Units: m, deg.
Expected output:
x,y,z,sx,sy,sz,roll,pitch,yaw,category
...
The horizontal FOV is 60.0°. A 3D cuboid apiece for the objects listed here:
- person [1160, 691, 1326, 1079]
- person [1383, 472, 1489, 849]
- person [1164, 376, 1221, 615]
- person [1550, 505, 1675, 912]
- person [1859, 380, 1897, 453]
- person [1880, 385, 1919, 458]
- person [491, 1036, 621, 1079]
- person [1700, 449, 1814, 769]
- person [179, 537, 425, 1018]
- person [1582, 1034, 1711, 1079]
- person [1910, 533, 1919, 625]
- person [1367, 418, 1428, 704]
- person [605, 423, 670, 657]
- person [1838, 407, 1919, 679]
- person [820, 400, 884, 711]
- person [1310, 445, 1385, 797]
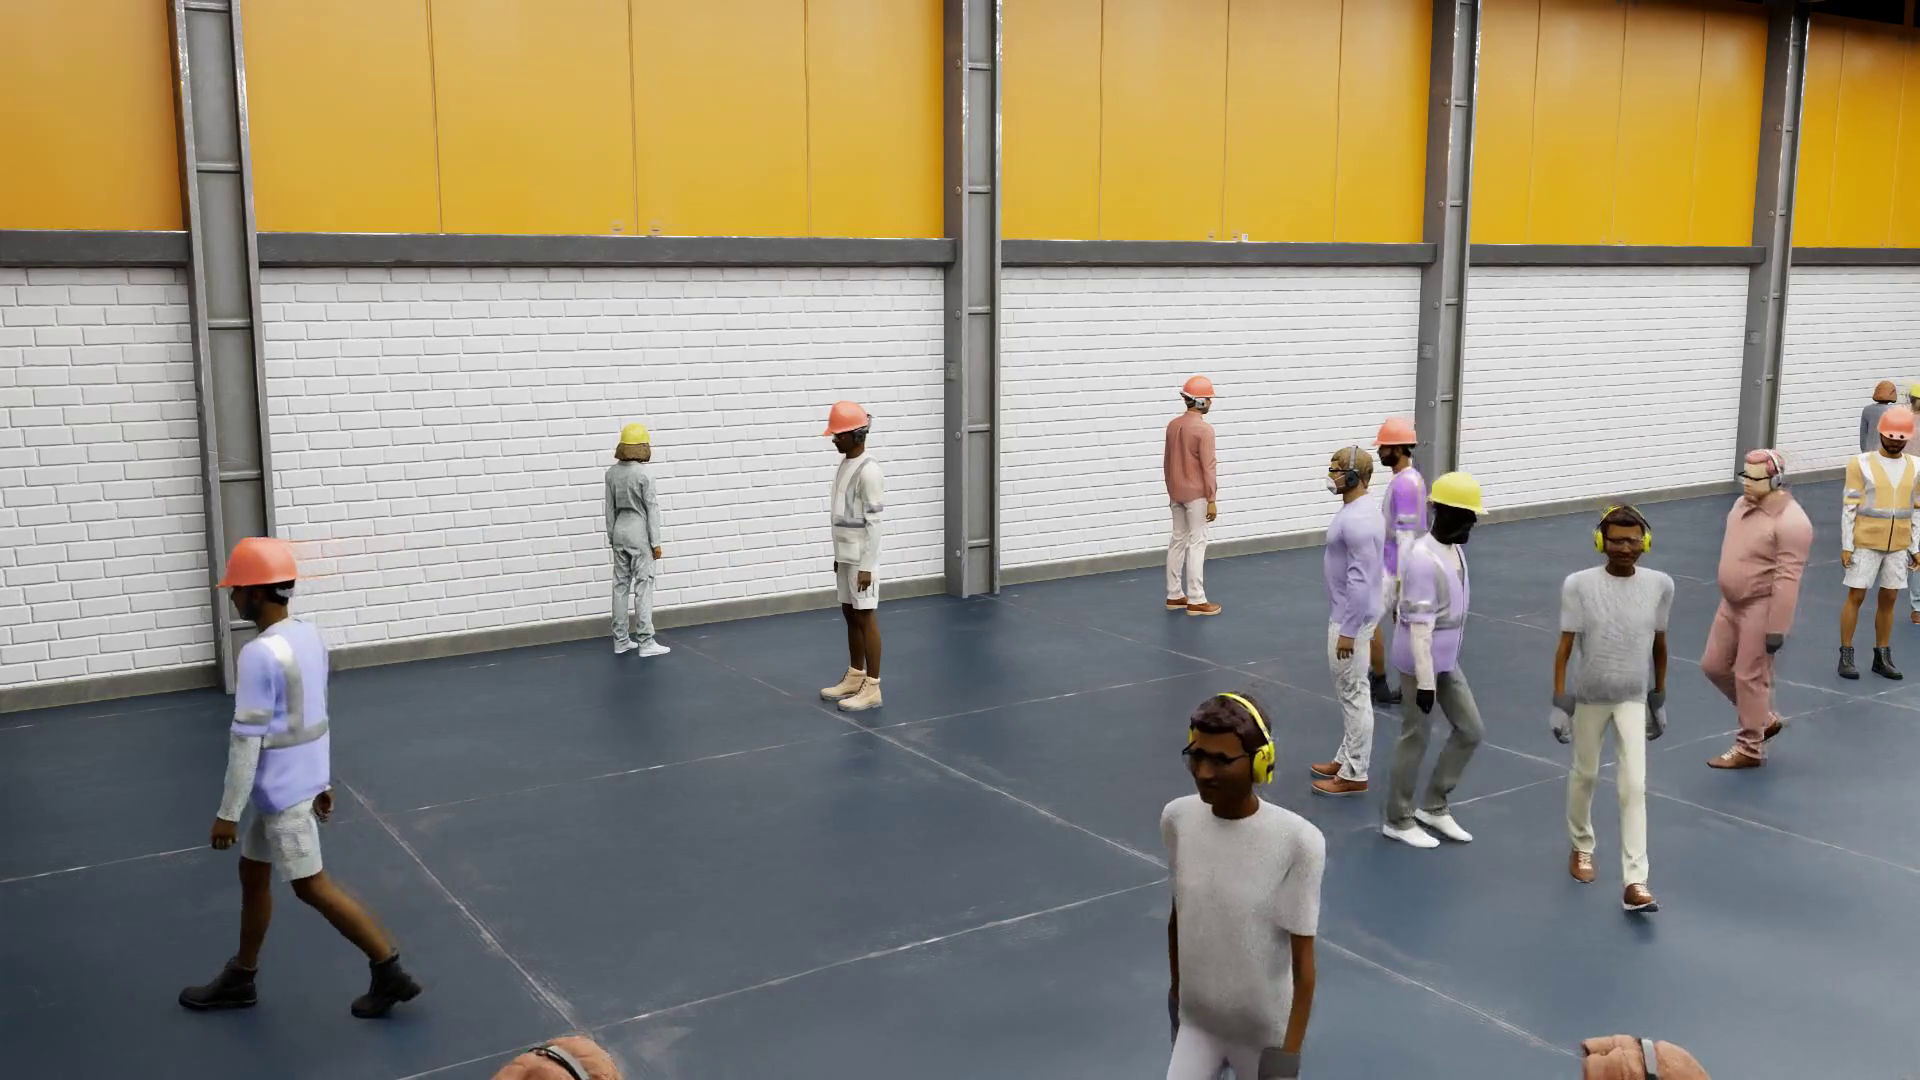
x,y,z,sx,sy,sz,roll,pitch,yaw,category
0.646,1.311,4.245,0.523,1.839,0.822,7,12,36,person
2.392,0.608,8.245,0.576,1.900,0.623,6,11,34,person
1.954,-0.374,13.901,0.396,1.992,0.622,-5,11,-28,person
2.975,0.761,7.569,0.536,1.827,0.911,2,10,12,person
10.209,-0.951,18.450,0.277,1.636,0.502,-4,10,-21,person
9.801,-0.780,17.249,0.588,1.696,0.962,0,9,1,person
-0.691,1.636,2.859,0.548,1.624,0.437,8,12,38,person
4.541,0.409,9.515,0.423,1.885,0.671,-1,9,-5,person
-2.558,0.927,6.377,0.968,1.900,0.562,-1,9,-4,person
1.165,1.634,2.882,0.314,1.636,0.516,-2,10,-9,person
7.970,-0.123,13.465,0.500,1.636,0.281,0,9,1,person
2.795,0.153,10.958,0.660,1.912,0.565,3,10,19,person
-2.420,-0.006,12.435,0.492,1.742,0.320,6,11,31,person
6.483,0.027,11.682,0.542,1.928,0.374,1,9,5,person
-0.707,0.100,10.916,0.382,2.038,0.606,-4,10,-24,person
2.142,0.441,9.156,0.363,1.939,0.636,2,10,12,person
